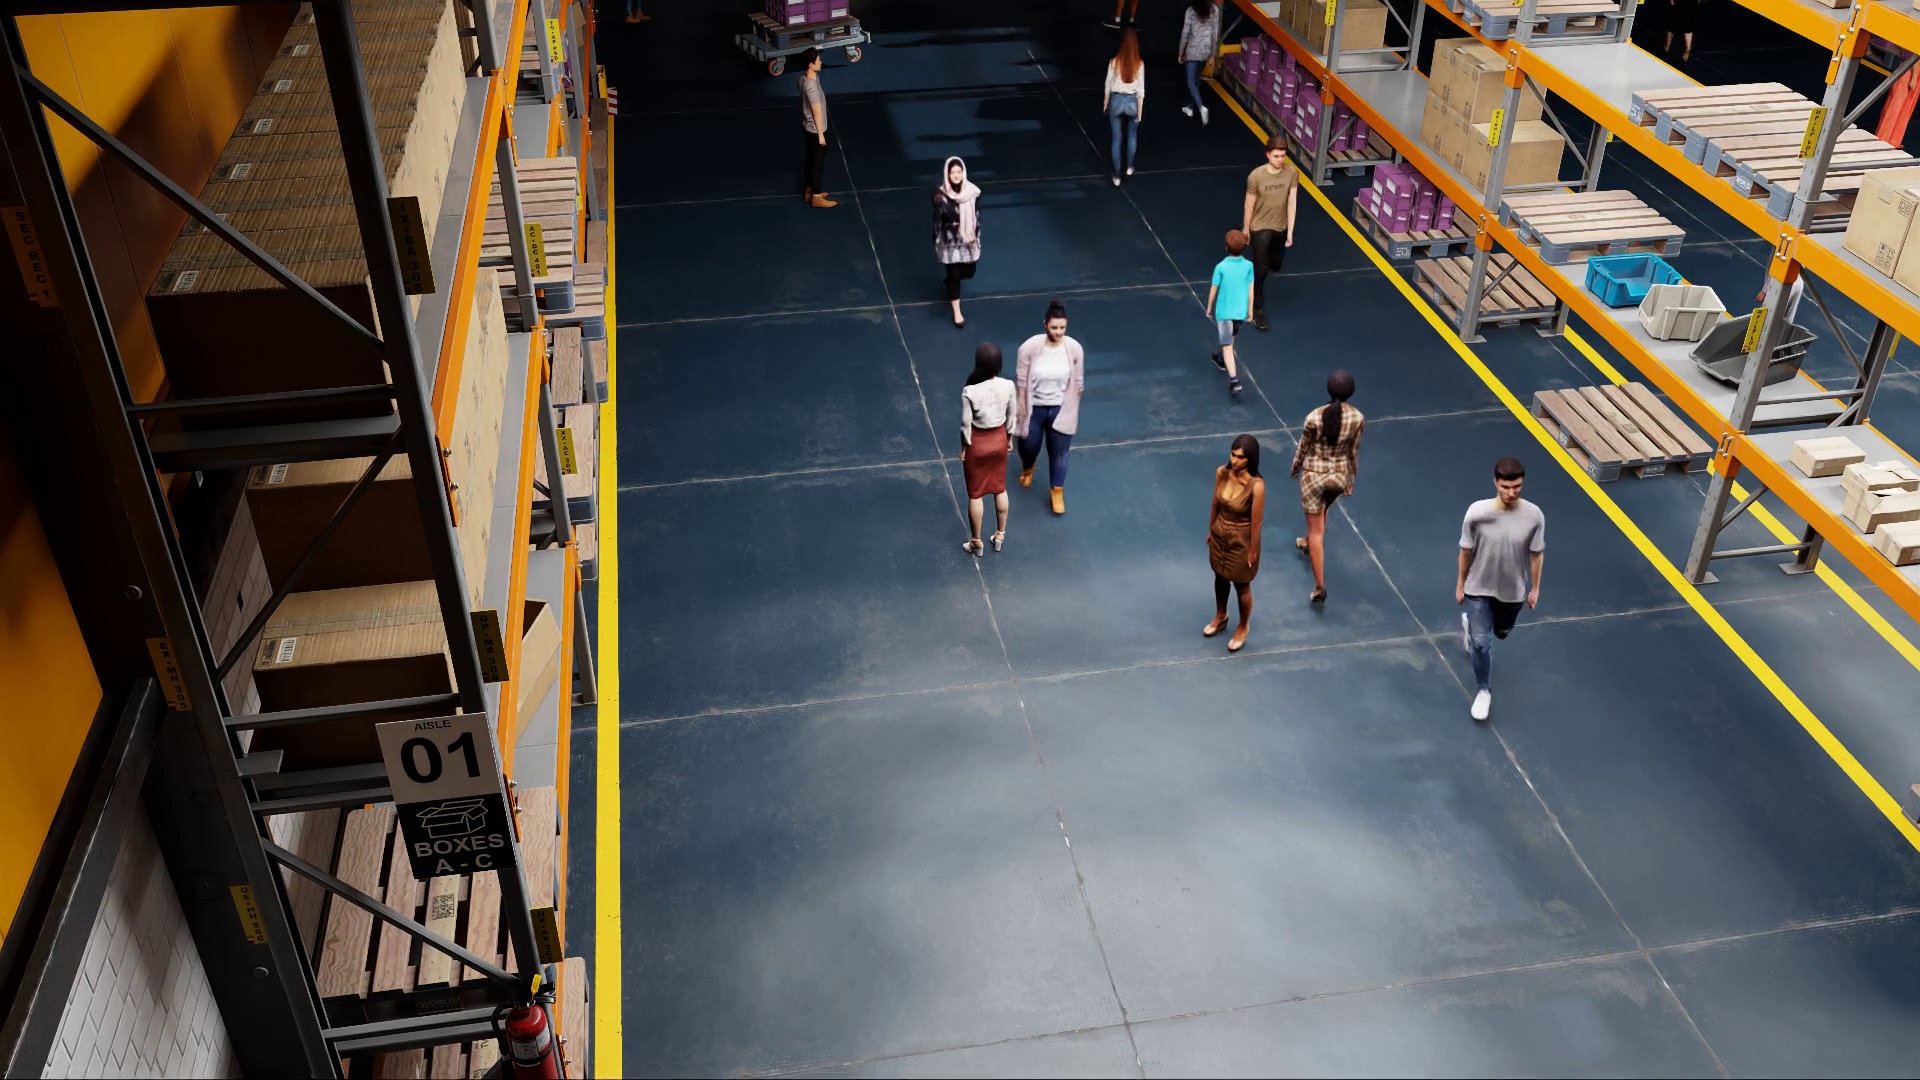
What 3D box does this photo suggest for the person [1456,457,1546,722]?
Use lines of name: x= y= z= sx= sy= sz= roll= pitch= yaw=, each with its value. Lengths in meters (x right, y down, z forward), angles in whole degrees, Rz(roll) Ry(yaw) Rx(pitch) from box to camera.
person: x=3.464 y=0.238 z=10.813 sx=0.905 sy=1.858 sz=1.161 roll=2 pitch=34 yaw=3

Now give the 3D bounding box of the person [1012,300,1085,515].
person: x=0.670 y=-1.070 z=12.890 sx=0.799 sy=1.738 sz=0.852 roll=-1 pitch=34 yaw=-1

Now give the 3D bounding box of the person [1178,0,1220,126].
person: x=2.915 y=-5.847 z=20.112 sx=0.679 sy=1.699 sz=1.120 roll=-9 pitch=35 yaw=-13

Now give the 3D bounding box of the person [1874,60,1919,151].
person: x=11.096 y=-5.417 z=19.372 sx=0.780 sy=1.802 sz=0.728 roll=23 pitch=40 yaw=31

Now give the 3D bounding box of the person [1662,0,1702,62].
person: x=9.763 y=-7.256 z=22.321 sx=0.750 sy=1.600 sz=1.067 roll=3 pitch=34 yaw=5

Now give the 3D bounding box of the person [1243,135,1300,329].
person: x=2.867 y=-2.953 z=15.642 sx=0.689 sy=1.826 sz=1.055 roll=-7 pitch=34 yaw=-11

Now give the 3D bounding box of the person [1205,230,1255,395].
person: x=2.398 y=-1.966 z=14.526 sx=0.606 sy=1.418 sz=1.028 roll=-9 pitch=35 yaw=-13

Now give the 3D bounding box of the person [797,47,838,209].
person: x=-1.586 y=-4.480 z=18.032 sx=0.701 sy=1.724 sz=0.518 roll=-11 pitch=35 yaw=-16

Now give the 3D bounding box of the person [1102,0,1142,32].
person: x=2.343 y=-8.047 z=23.369 sx=0.854 sy=1.756 sz=0.780 roll=19 pitch=38 yaw=26

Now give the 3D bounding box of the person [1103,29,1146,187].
person: x=1.819 y=-4.773 z=18.487 sx=0.690 sy=1.709 sz=0.841 roll=1 pitch=34 yaw=1

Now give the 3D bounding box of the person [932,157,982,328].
person: x=-0.053 y=-2.854 z=15.678 sx=0.730 sy=1.623 sz=0.902 roll=-13 pitch=36 yaw=-18

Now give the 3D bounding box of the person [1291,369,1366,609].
person: x=2.584 y=-0.333 z=11.780 sx=0.611 sy=1.739 sz=1.091 roll=-3 pitch=34 yaw=-5

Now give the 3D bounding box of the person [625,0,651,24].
person: x=-4.775 y=-8.036 z=23.821 sx=0.638 sy=1.239 sz=0.576 roll=5 pitch=34 yaw=8

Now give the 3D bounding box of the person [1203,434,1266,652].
person: x=1.872 y=0.010 z=11.313 sx=0.705 sy=1.684 sz=0.608 roll=-26 pitch=42 yaw=-33

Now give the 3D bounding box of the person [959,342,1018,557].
person: x=0.193 y=-0.661 z=12.263 sx=0.644 sy=1.750 sz=0.592 roll=-14 pitch=36 yaw=-20
